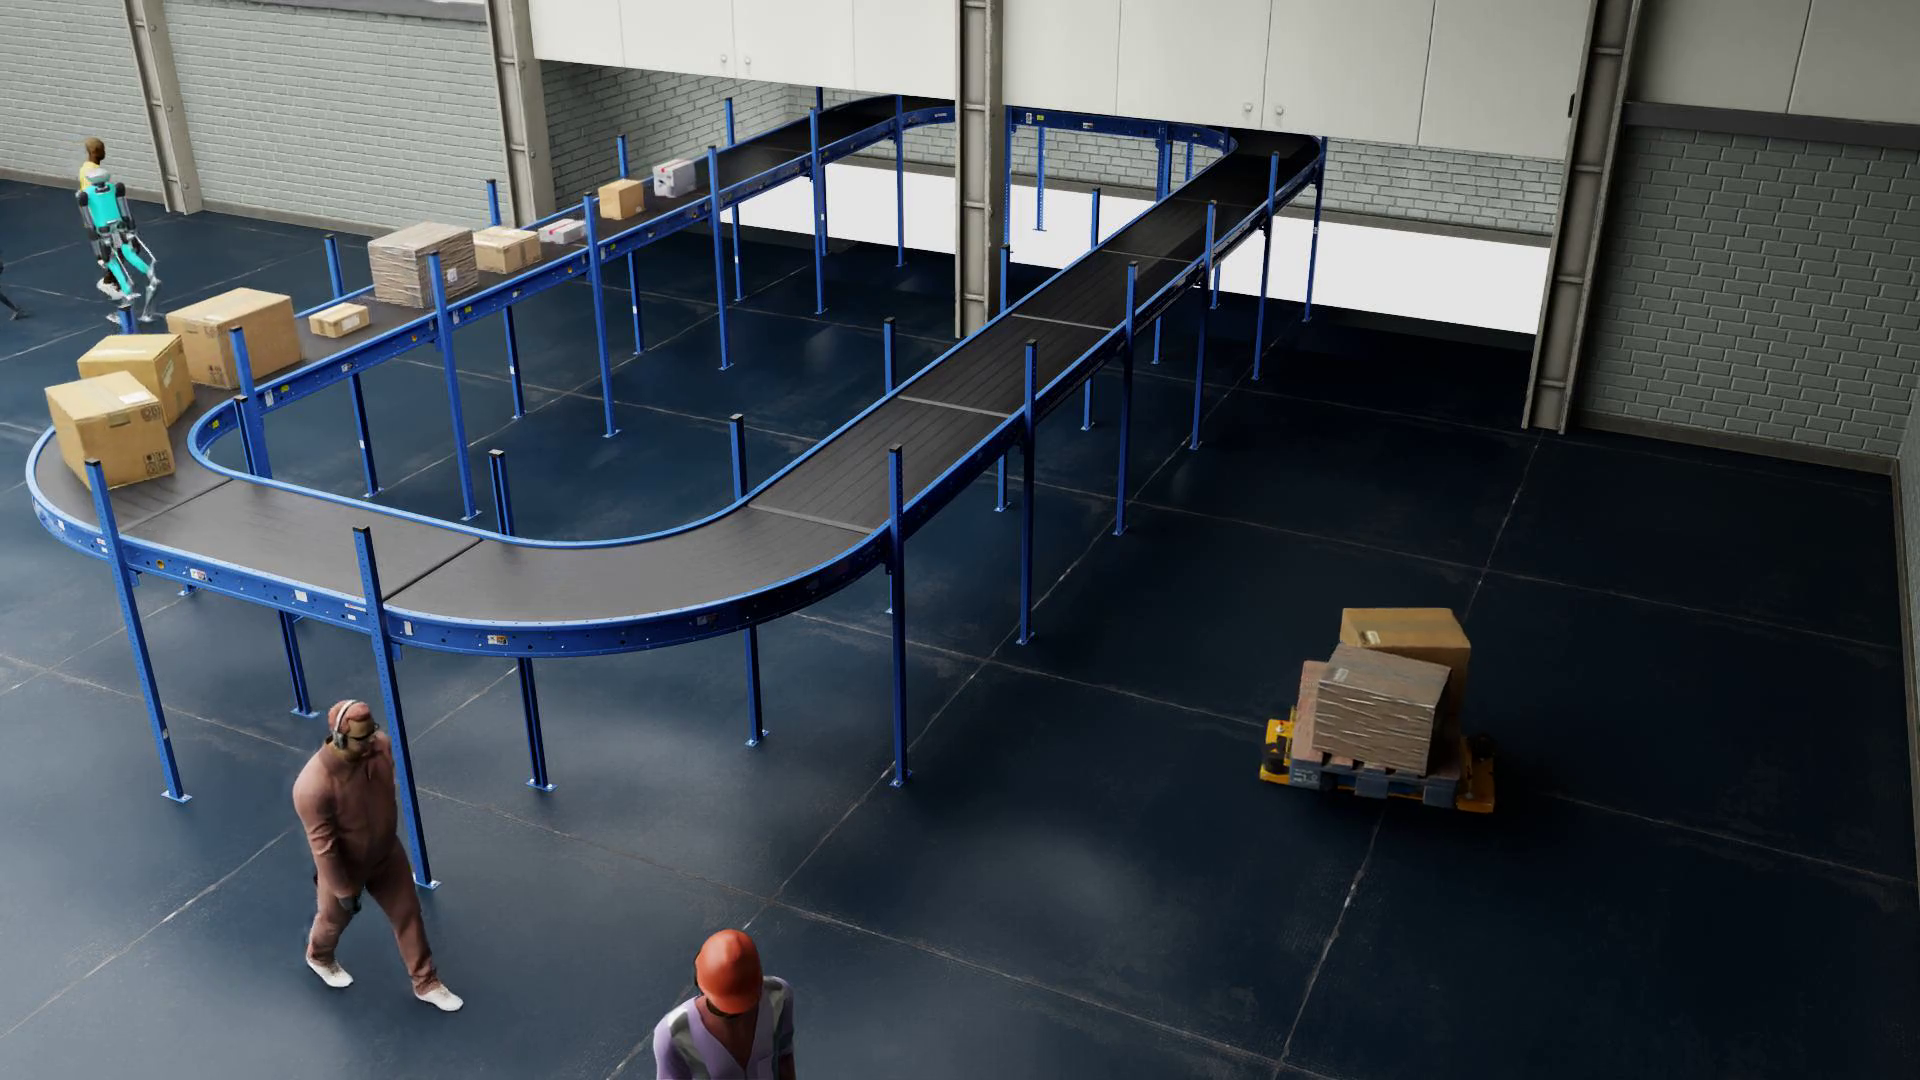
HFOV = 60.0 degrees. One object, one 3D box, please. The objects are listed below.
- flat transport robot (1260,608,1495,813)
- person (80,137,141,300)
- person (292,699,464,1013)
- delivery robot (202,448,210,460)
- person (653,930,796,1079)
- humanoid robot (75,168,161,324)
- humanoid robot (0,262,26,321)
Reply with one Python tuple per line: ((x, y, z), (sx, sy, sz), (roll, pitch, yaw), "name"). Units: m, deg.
((2.679, 1.391, 10.673), (1.431, 0.231, 0.659), (7, 27, 13), "flat transport robot")
((-9.756, -3.657, 19.038), (0.457, 1.872, 0.589), (-7, 27, -14), "person")
((-3.101, 1.587, 8.496), (0.938, 1.856, 0.623), (13, 29, 25), "person")
((-6.914, -0.631, 14.421), (0.762, 0.590, 0.525), (-7, 27, -14), "delivery robot")
((-0.890, 2.388, 6.685), (0.605, 2.033, 0.389), (-17, 31, -31), "person")
((-9.124, -3.140, 18.158), (0.893, 1.770, 0.535), (17, 31, 31), "humanoid robot")
((-10.674, -3.090, 18.176), (0.589, 1.635, 0.703), (10, 28, 20), "humanoid robot")
